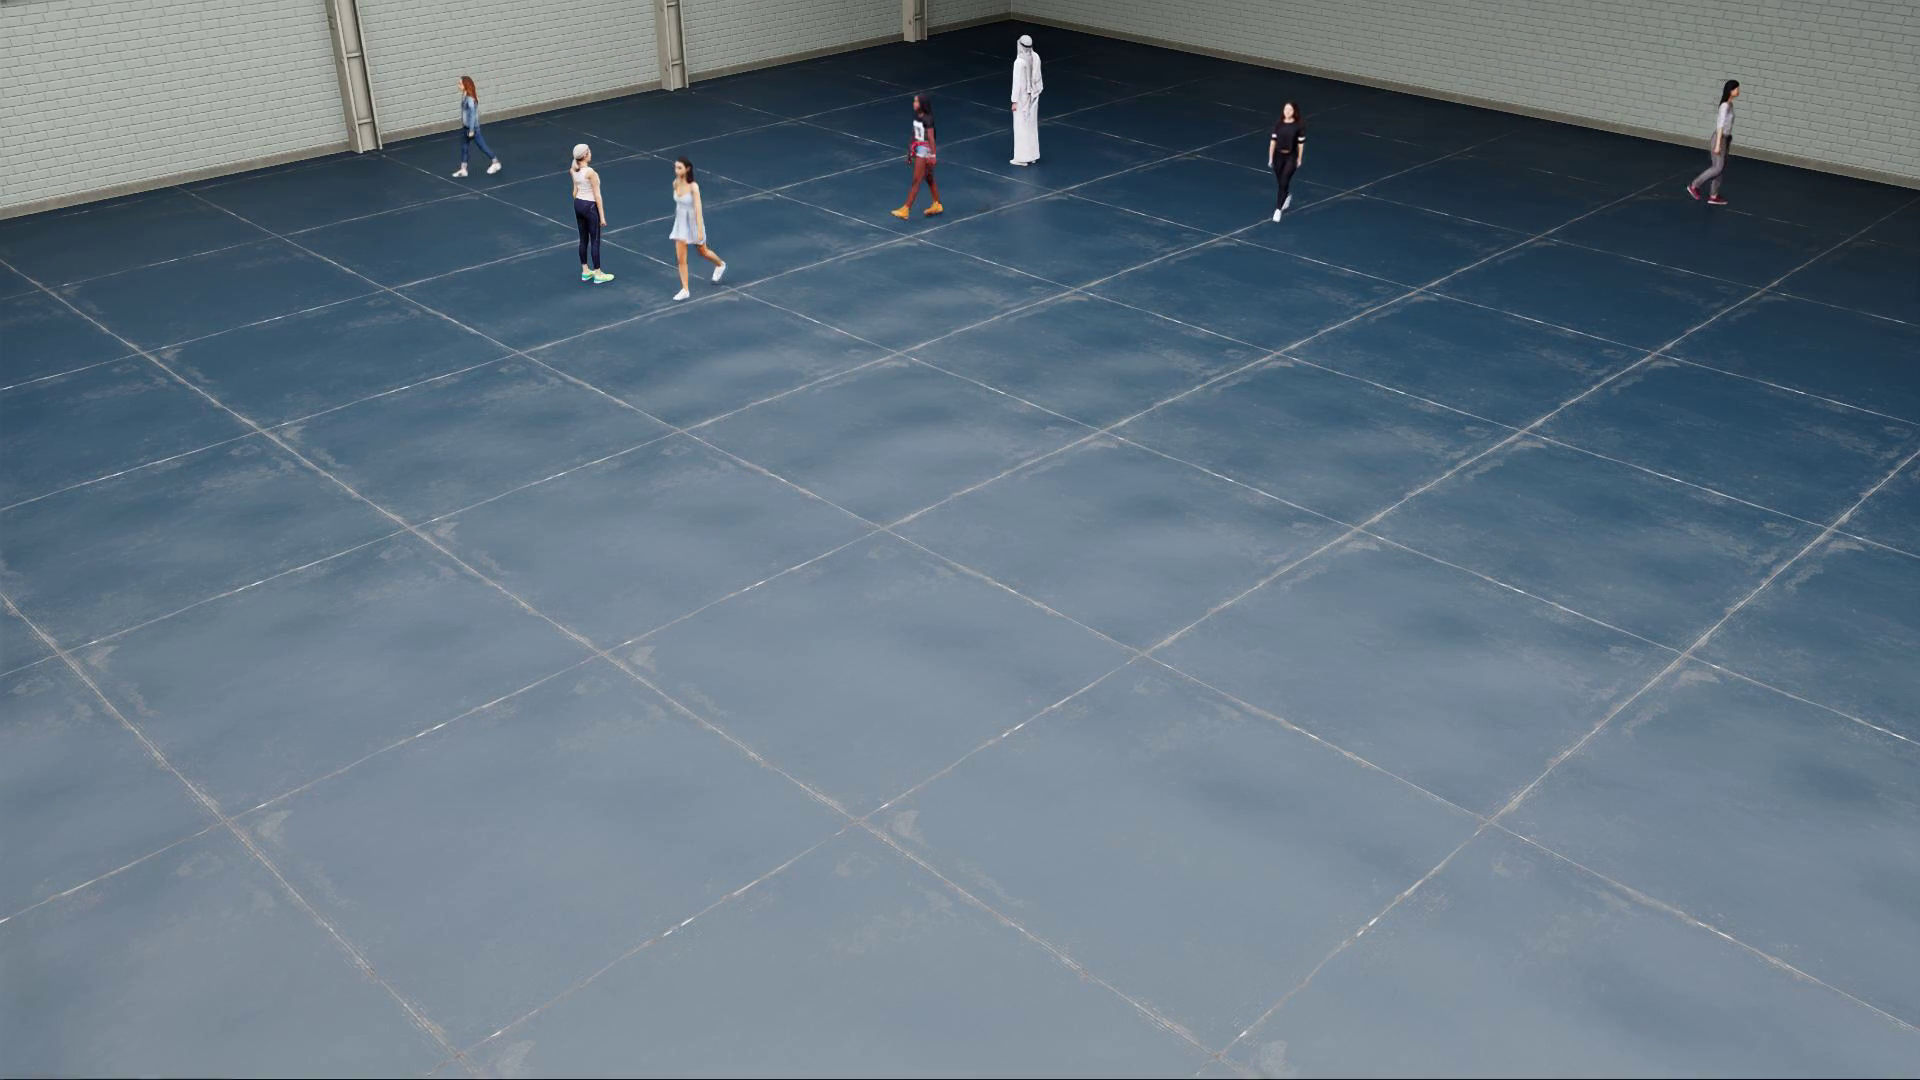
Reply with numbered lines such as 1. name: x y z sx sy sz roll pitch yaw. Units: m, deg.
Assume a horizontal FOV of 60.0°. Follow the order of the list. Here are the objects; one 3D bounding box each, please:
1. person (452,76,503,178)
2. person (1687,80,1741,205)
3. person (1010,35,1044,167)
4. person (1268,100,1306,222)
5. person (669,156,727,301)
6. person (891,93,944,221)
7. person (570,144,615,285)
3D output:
1. person: -7.161 -6.116 24.646 1.013 1.448 0.686 -18 33 -30
2. person: 10.598 -5.577 23.340 0.791 1.724 0.781 18 33 30
3. person: 0.995 -6.646 25.133 0.559 1.925 0.743 -25 37 -38
4. person: 4.485 -5.232 22.820 0.903 1.604 1.186 12 30 21
5. person: -3.176 -3.773 19.982 0.746 1.695 1.200 16 32 28
6. person: -0.411 -5.241 22.746 1.159 1.689 0.838 -14 31 -24
7. person: -4.578 -4.021 20.441 0.637 1.702 0.578 18 33 31
